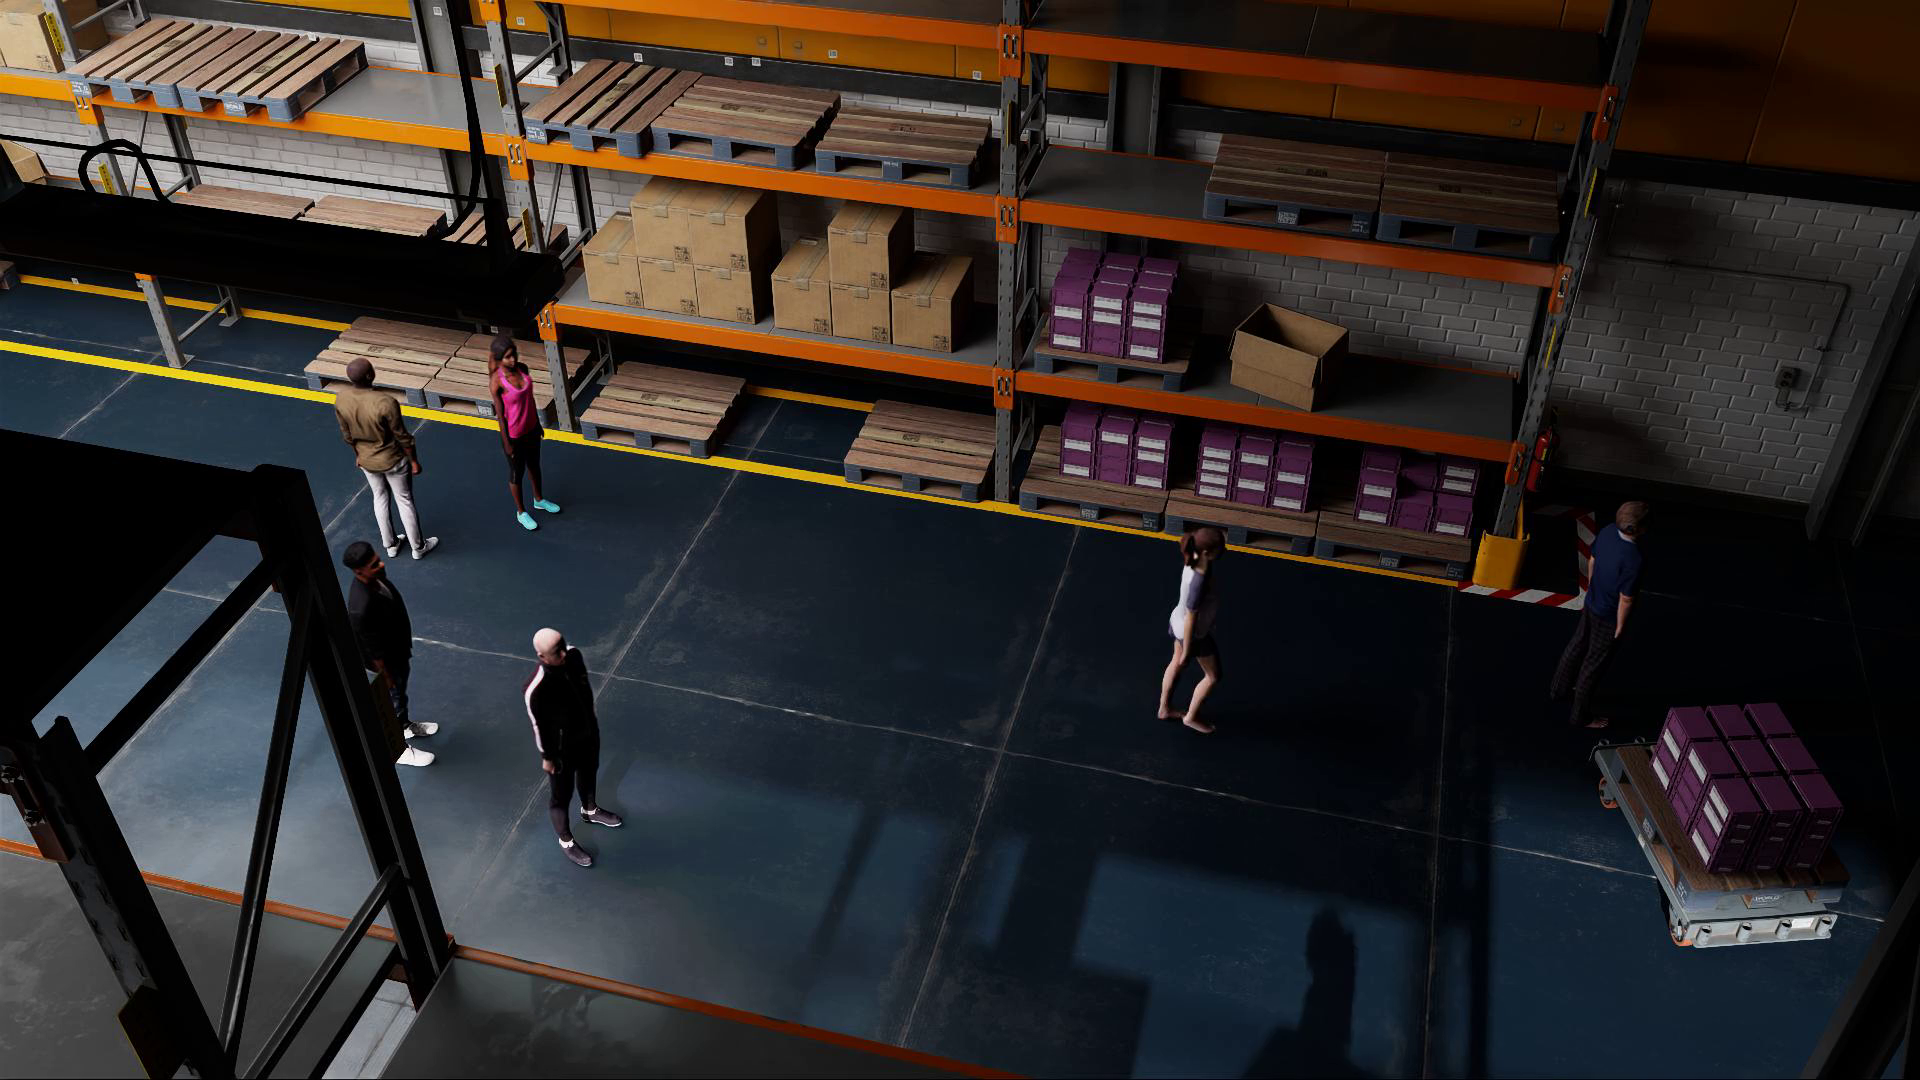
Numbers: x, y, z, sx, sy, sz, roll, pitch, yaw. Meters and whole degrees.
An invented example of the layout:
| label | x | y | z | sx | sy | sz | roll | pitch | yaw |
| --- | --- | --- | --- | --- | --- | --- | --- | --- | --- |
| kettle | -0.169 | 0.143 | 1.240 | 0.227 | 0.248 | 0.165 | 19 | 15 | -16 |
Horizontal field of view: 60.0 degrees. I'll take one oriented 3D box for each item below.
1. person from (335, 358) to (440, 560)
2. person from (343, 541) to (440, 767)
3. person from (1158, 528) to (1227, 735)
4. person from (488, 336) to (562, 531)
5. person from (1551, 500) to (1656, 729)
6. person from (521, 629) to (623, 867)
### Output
| label | x | y | z | sx | sy | sz | roll | pitch | yaw |
| --- | --- | --- | --- | --- | --- | --- | --- | --- | --- |
| person | -4.475 | -0.625 | 12.921 | 0.520 | 1.825 | 0.786 | 7 | 39 | 9 |
| person | -3.891 | 0.740 | 11.221 | 0.736 | 1.814 | 0.771 | -4 | 39 | -5 |
| person | 1.504 | 0.617 | 11.425 | 0.707 | 1.751 | 0.656 | -2 | 39 | -3 |
| person | -3.536 | -0.887 | 13.330 | 0.640 | 1.724 | 0.620 | 23 | 44 | 26 |
| person | 4.465 | 0.486 | 11.494 | 0.697 | 1.871 | 0.734 | -6 | 39 | -7 |
| person | -2.497 | 1.258 | 10.554 | 0.618 | 1.837 | 0.712 | 15 | 41 | 18 |
